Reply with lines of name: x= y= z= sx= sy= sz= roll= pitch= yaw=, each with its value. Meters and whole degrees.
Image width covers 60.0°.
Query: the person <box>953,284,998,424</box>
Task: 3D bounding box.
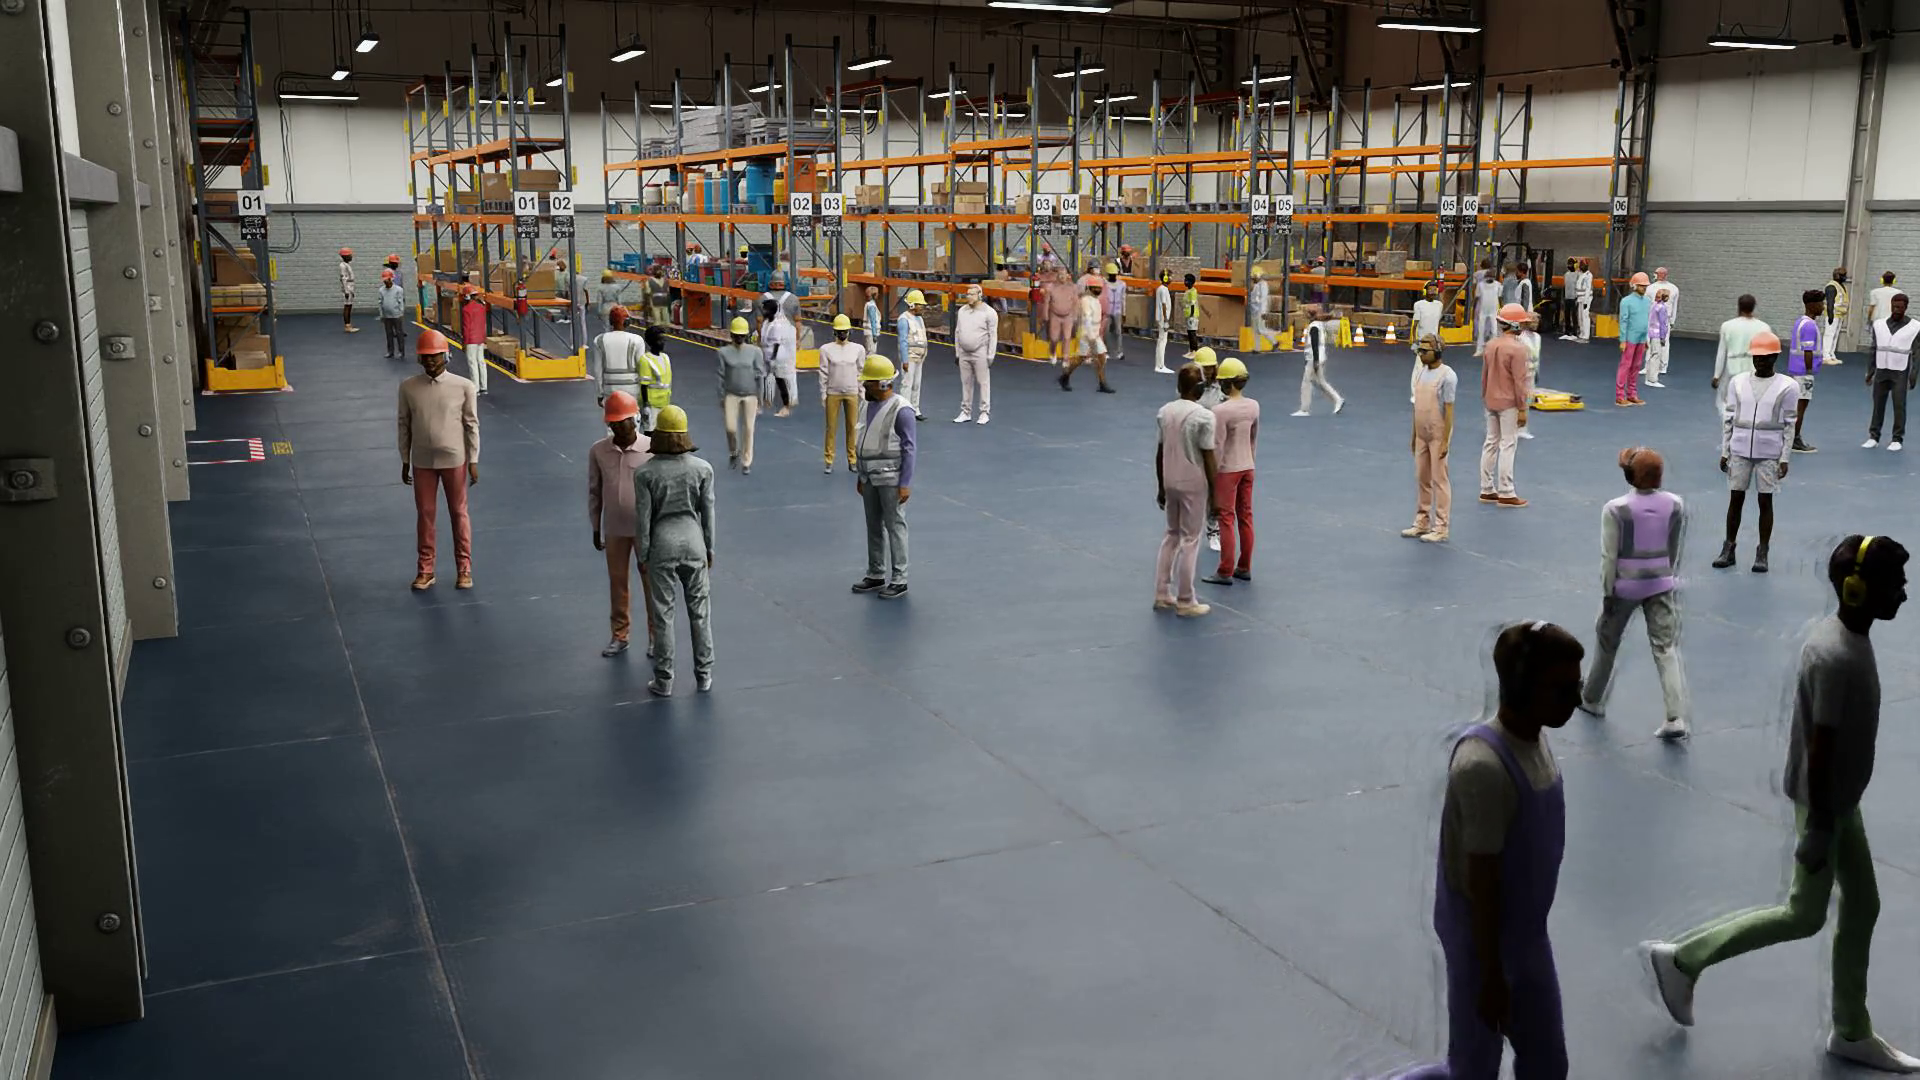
person: x=0.189 y=-2.542 z=22.791 sx=0.636 sy=1.911 sz=0.406 roll=7 pitch=13 yaw=32

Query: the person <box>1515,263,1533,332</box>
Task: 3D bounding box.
person: x=10.884 y=-4.391 z=32.164 sx=0.370 sy=1.915 sz=0.597 roll=2 pitch=11 yaw=12

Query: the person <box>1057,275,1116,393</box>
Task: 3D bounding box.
person: x=2.035 y=-3.310 z=26.729 sx=0.941 sy=1.903 sz=0.553 roll=7 pitch=13 yaw=33

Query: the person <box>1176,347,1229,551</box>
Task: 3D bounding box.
person: x=2.073 y=-0.771 z=14.208 sx=0.492 sy=1.742 sz=0.310 roll=2 pitch=11 yaw=11

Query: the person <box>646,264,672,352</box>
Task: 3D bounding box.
person: x=-6.260 y=-4.835 z=34.657 sx=0.608 sy=1.818 sz=0.441 roll=-11 pitch=15 yaw=-43

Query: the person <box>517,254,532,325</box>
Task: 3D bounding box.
person: x=-11.177 y=-6.391 z=42.565 sx=0.561 sy=1.828 sz=0.505 roll=-8 pitch=13 yaw=-34

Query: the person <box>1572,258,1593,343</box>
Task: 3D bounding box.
person: x=13.899 y=-5.331 z=37.055 sx=0.349 sy=1.877 sz=0.576 roll=1 pitch=11 yaw=4

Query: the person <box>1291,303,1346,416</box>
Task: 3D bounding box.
person: x=5.109 y=-2.547 z=23.566 sx=0.688 sy=1.620 sz=0.529 roll=3 pitch=12 yaw=17

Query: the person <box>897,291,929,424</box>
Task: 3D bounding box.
person: x=-0.643 y=-2.498 z=22.788 sx=0.403 sy=1.824 sz=0.592 roll=5 pitch=12 yaw=24

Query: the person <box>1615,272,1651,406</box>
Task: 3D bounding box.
person: x=10.104 y=-3.000 z=24.893 sx=0.625 sy=1.992 sz=0.389 roll=-7 pitch=13 yaw=-31

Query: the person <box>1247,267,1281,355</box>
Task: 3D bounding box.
person: x=6.163 y=-4.647 z=33.788 sx=0.628 sy=1.795 sz=0.631 roll=0 pitch=11 yaw=-1

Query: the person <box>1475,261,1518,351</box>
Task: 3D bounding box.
person: x=11.047 y=-4.724 z=33.893 sx=0.969 sy=1.893 sz=0.654 roll=1 pitch=11 yaw=5

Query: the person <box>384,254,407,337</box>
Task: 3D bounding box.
person: x=-13.125 y=-5.673 z=38.669 sx=0.396 sy=1.930 sz=0.539 roll=5 pitch=12 yaw=23

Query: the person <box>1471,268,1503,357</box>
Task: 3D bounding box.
person: x=10.462 y=-4.483 z=32.972 sx=0.623 sy=1.777 sz=0.841 roll=4 pitch=12 yaw=19

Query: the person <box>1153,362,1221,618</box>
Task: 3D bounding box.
person: x=1.614 y=-0.349 z=11.838 sx=0.353 sy=1.837 sz=0.520 roll=-9 pitch=14 yaw=-37

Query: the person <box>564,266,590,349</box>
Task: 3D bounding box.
person: x=-8.106 y=-4.965 z=35.238 sx=0.511 sy=1.861 sz=0.326 roll=-1 pitch=11 yaw=-7

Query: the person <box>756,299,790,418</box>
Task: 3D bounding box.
person: x=-2.710 y=-2.525 z=23.270 sx=0.736 sy=1.665 sz=0.549 roll=-7 pitch=13 yaw=-31

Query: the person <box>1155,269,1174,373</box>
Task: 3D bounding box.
person: x=3.700 y=-3.957 z=30.073 sx=0.324 sy=1.874 sz=0.517 roll=-1 pitch=11 yaw=-3

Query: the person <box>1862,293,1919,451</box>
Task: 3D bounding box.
person: x=11.388 y=-2.047 z=20.280 sx=0.385 sy=1.910 sz=0.594 roll=-8 pitch=14 yaw=-36

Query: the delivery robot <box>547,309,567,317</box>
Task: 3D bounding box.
delivery robot: x=-10.600 y=-6.121 z=44.185 sx=0.707 sy=0.478 sz=0.477 roll=-6 pitch=13 yaw=-29

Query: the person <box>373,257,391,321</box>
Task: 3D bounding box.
person: x=-15.262 y=-6.663 z=44.261 sx=0.531 sy=1.694 sz=0.832 roll=11 pitch=15 yaw=44

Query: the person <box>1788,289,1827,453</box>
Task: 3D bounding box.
person: x=10.219 y=-2.044 z=20.105 sx=0.362 sy=1.965 sz=0.611 roll=3 pitch=12 yaw=15

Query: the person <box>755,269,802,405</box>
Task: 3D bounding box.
person: x=-2.720 y=-3.042 z=24.989 sx=0.682 sy=2.000 sz=0.538 roll=-1 pitch=11 yaw=-6

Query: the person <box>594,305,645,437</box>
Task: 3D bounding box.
person: x=-3.668 y=-1.602 z=18.071 sx=0.584 sy=1.882 sz=0.345 roll=1 pitch=11 yaw=6

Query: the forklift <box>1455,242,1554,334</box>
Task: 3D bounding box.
forklift: x=13.047 y=-6.049 z=39.881 sx=2.313 sy=2.155 sz=1.214 roll=-5 pitch=12 yaw=-23

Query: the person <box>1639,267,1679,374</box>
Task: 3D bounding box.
person: x=12.458 y=-3.904 z=29.715 sx=0.642 sy=1.909 sz=0.410 roll=-1 pitch=11 yaw=-7

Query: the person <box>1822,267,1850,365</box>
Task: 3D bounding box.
person: x=16.722 y=-4.272 z=31.749 sx=0.429 sy=1.844 sz=0.627 roll=11 pitch=15 yaw=43

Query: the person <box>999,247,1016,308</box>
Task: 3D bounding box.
person: x=1.388 y=-7.727 z=49.209 sx=0.600 sy=1.889 sz=0.938 roll=-4 pitch=12 yaw=-21

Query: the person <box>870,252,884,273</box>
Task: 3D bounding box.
person: x=-2.145 y=-6.975 z=45.490 sx=0.633 sy=1.839 sz=0.429 roll=-8 pitch=13 yaw=-34

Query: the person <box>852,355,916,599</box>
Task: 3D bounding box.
person: x=-0.588 y=-0.474 z=12.478 sx=0.404 sy=1.827 sz=0.600 roll=-10 pitch=15 yaw=-40

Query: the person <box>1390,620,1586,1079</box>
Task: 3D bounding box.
person: x=1.423 y=1.086 z=4.581 sx=0.756 sy=1.819 sz=0.498 roll=10 pitch=15 yaw=42

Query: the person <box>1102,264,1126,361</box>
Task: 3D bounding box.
person: x=2.989 y=-4.437 z=32.495 sx=0.618 sy=1.870 sz=0.972 roll=-2 pitch=11 yaw=-10

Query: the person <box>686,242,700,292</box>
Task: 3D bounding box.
person: x=-7.816 y=-7.622 z=48.260 sx=0.611 sy=2.042 sz=0.395 roll=7 pitch=13 yaw=31

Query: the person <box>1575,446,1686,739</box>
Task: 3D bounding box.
person: x=3.785 y=0.279 z=9.240 sx=0.506 sy=1.600 sz=0.861 roll=-1 pitch=11 yaw=-7

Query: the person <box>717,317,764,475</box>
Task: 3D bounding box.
person: x=-2.417 y=-1.584 z=18.326 sx=0.521 sy=1.745 sz=0.364 roll=-1 pitch=11 yaw=-5
